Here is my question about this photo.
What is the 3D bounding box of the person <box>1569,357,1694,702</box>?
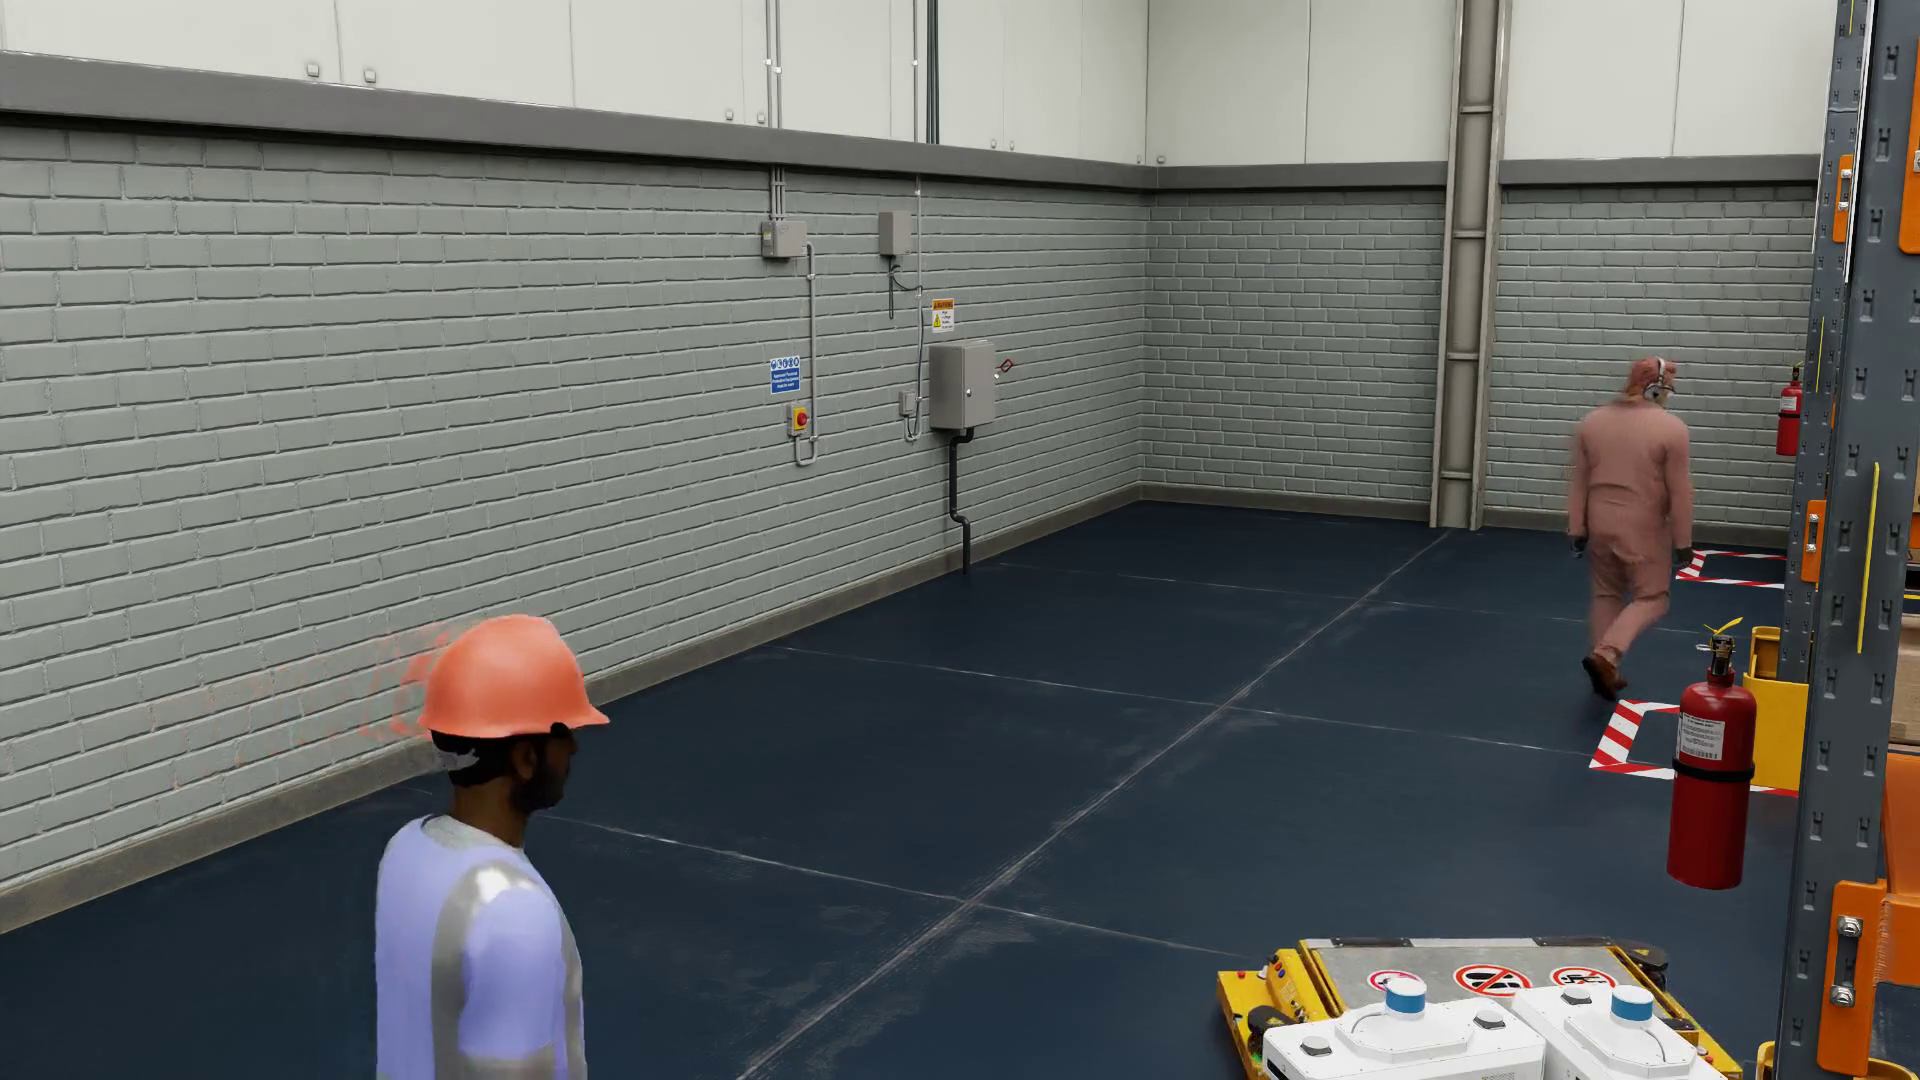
[{"bbox_3d":[3.548,-0.041,8.906,0.607,1.876,0.688,-7,12,-32],"label":"person"}]

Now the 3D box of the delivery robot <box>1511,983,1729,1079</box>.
[{"bbox_3d":[1.744,1.410,4.350,0.477,0.478,0.707,-2,11,-10],"label":"delivery robot"}]

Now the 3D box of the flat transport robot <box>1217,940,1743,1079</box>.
[{"bbox_3d":[1.562,1.455,5.140,1.431,0.197,0.652,0,10,-1],"label":"flat transport robot"}]

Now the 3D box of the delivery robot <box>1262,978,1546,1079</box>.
[{"bbox_3d":[1.167,1.403,4.395,0.707,0.478,0.477,-3,11,-16],"label":"delivery robot"}]

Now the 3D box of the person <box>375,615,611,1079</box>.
[{"bbox_3d":[-0.701,1.064,2.792,0.768,1.905,0.563,-8,13,-38],"label":"person"}]
